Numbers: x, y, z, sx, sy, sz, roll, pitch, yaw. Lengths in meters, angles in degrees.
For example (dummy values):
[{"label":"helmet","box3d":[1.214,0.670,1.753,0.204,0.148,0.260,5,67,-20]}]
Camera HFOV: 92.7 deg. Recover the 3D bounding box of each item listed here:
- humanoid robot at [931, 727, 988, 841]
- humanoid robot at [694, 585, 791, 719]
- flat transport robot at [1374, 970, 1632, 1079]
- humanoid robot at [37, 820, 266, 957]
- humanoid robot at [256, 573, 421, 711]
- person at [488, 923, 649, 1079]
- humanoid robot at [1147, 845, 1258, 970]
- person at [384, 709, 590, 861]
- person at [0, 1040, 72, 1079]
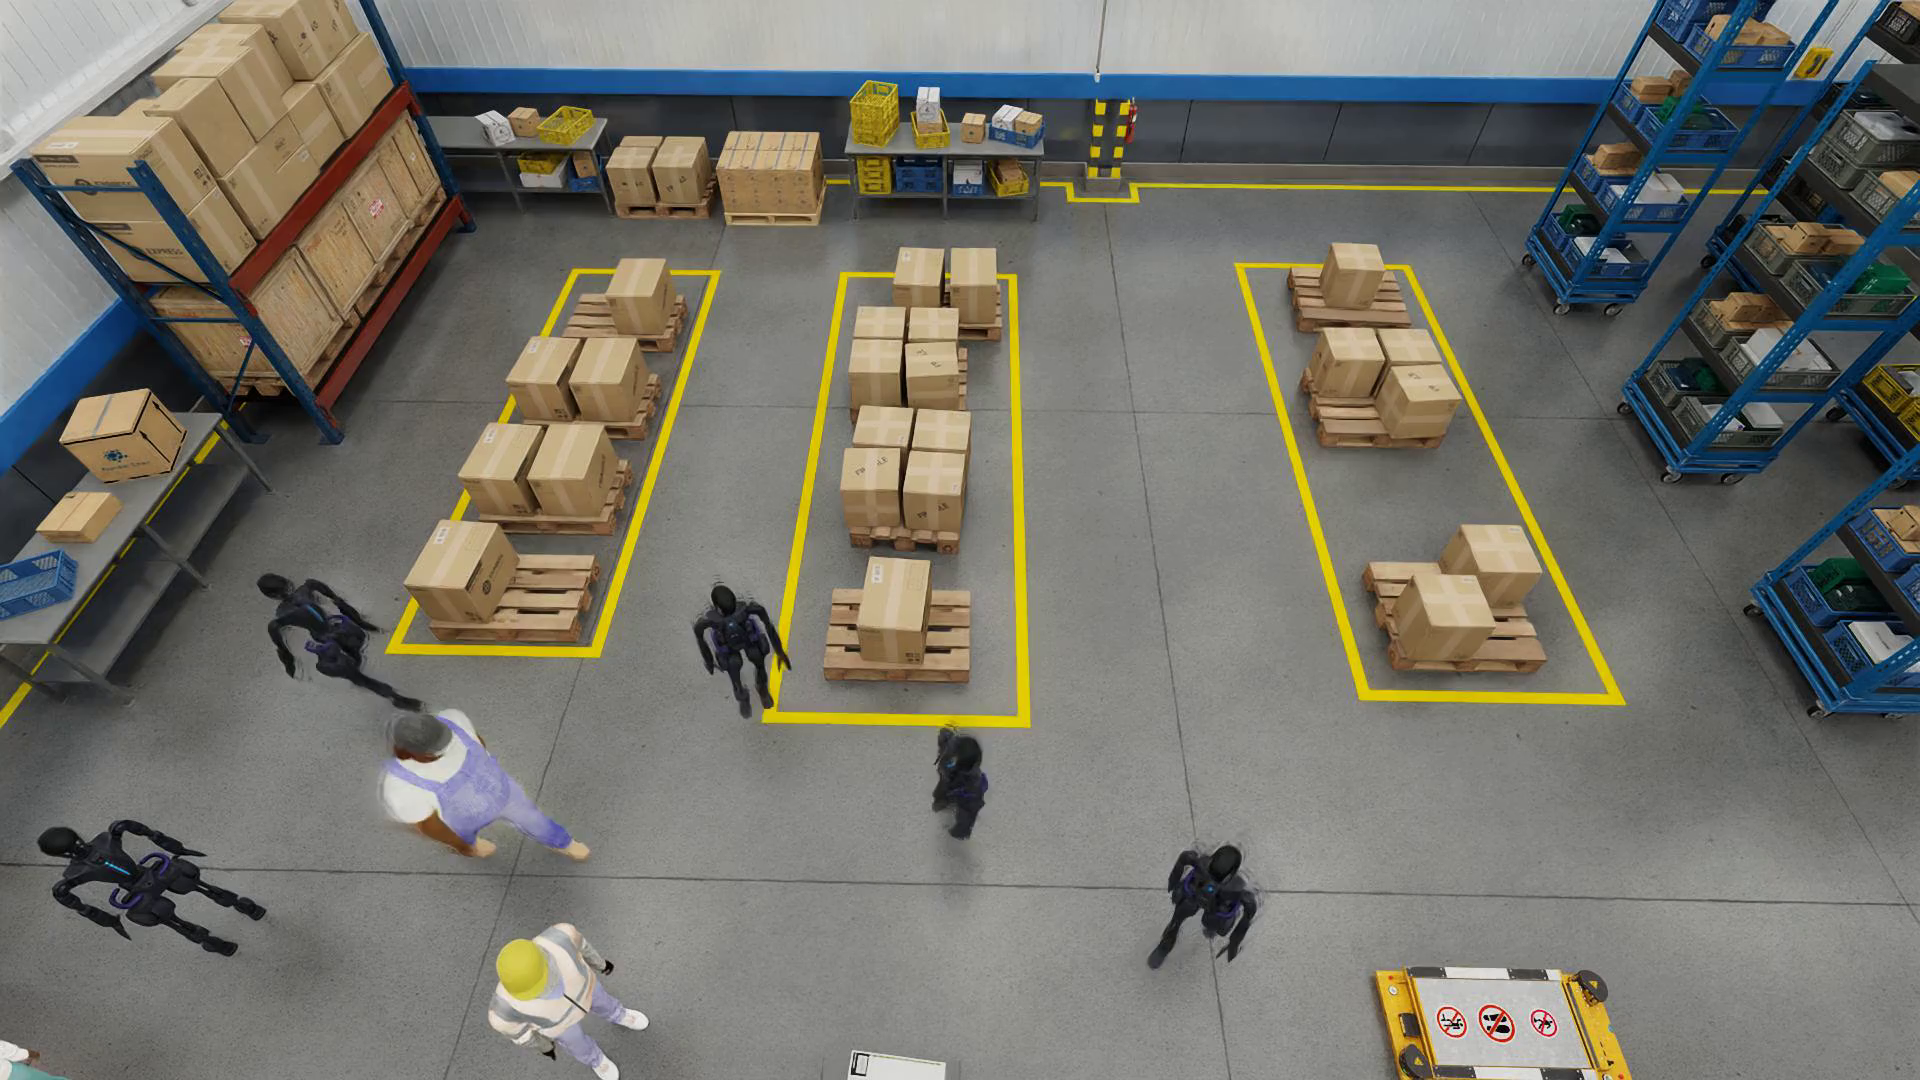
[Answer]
[{"label":"humanoid robot","box3d":[-0.040,1.665,6.240,0.425,1.626,0.662,-26,55,-20]},{"label":"humanoid robot","box3d":[-1.614,0.869,6.875,0.588,1.641,0.513,-20,54,-16]},{"label":"flat transport robot","box3d":[3.501,3.133,5.914,1.431,0.197,0.652,1,51,1]},{"label":"humanoid robot","box3d":[-5.105,2.195,5.786,0.315,1.653,0.580,14,52,11]},{"label":"humanoid robot","box3d":[-4.791,0.787,6.971,0.818,1.621,0.548,8,51,7]},{"label":"person","box3d":[-2.238,2.648,5.260,0.379,1.923,0.587,20,54,16]},{"label":"humanoid robot","box3d":[1.591,2.243,5.754,0.575,1.635,0.635,31,57,23]},{"label":"person","box3d":[-3.269,1.650,5.998,1.000,2.000,0.687,17,53,13]},{"label":"person","box3d":[-5.358,3.059,5.025,0.327,1.767,0.528,11,52,9]}]
